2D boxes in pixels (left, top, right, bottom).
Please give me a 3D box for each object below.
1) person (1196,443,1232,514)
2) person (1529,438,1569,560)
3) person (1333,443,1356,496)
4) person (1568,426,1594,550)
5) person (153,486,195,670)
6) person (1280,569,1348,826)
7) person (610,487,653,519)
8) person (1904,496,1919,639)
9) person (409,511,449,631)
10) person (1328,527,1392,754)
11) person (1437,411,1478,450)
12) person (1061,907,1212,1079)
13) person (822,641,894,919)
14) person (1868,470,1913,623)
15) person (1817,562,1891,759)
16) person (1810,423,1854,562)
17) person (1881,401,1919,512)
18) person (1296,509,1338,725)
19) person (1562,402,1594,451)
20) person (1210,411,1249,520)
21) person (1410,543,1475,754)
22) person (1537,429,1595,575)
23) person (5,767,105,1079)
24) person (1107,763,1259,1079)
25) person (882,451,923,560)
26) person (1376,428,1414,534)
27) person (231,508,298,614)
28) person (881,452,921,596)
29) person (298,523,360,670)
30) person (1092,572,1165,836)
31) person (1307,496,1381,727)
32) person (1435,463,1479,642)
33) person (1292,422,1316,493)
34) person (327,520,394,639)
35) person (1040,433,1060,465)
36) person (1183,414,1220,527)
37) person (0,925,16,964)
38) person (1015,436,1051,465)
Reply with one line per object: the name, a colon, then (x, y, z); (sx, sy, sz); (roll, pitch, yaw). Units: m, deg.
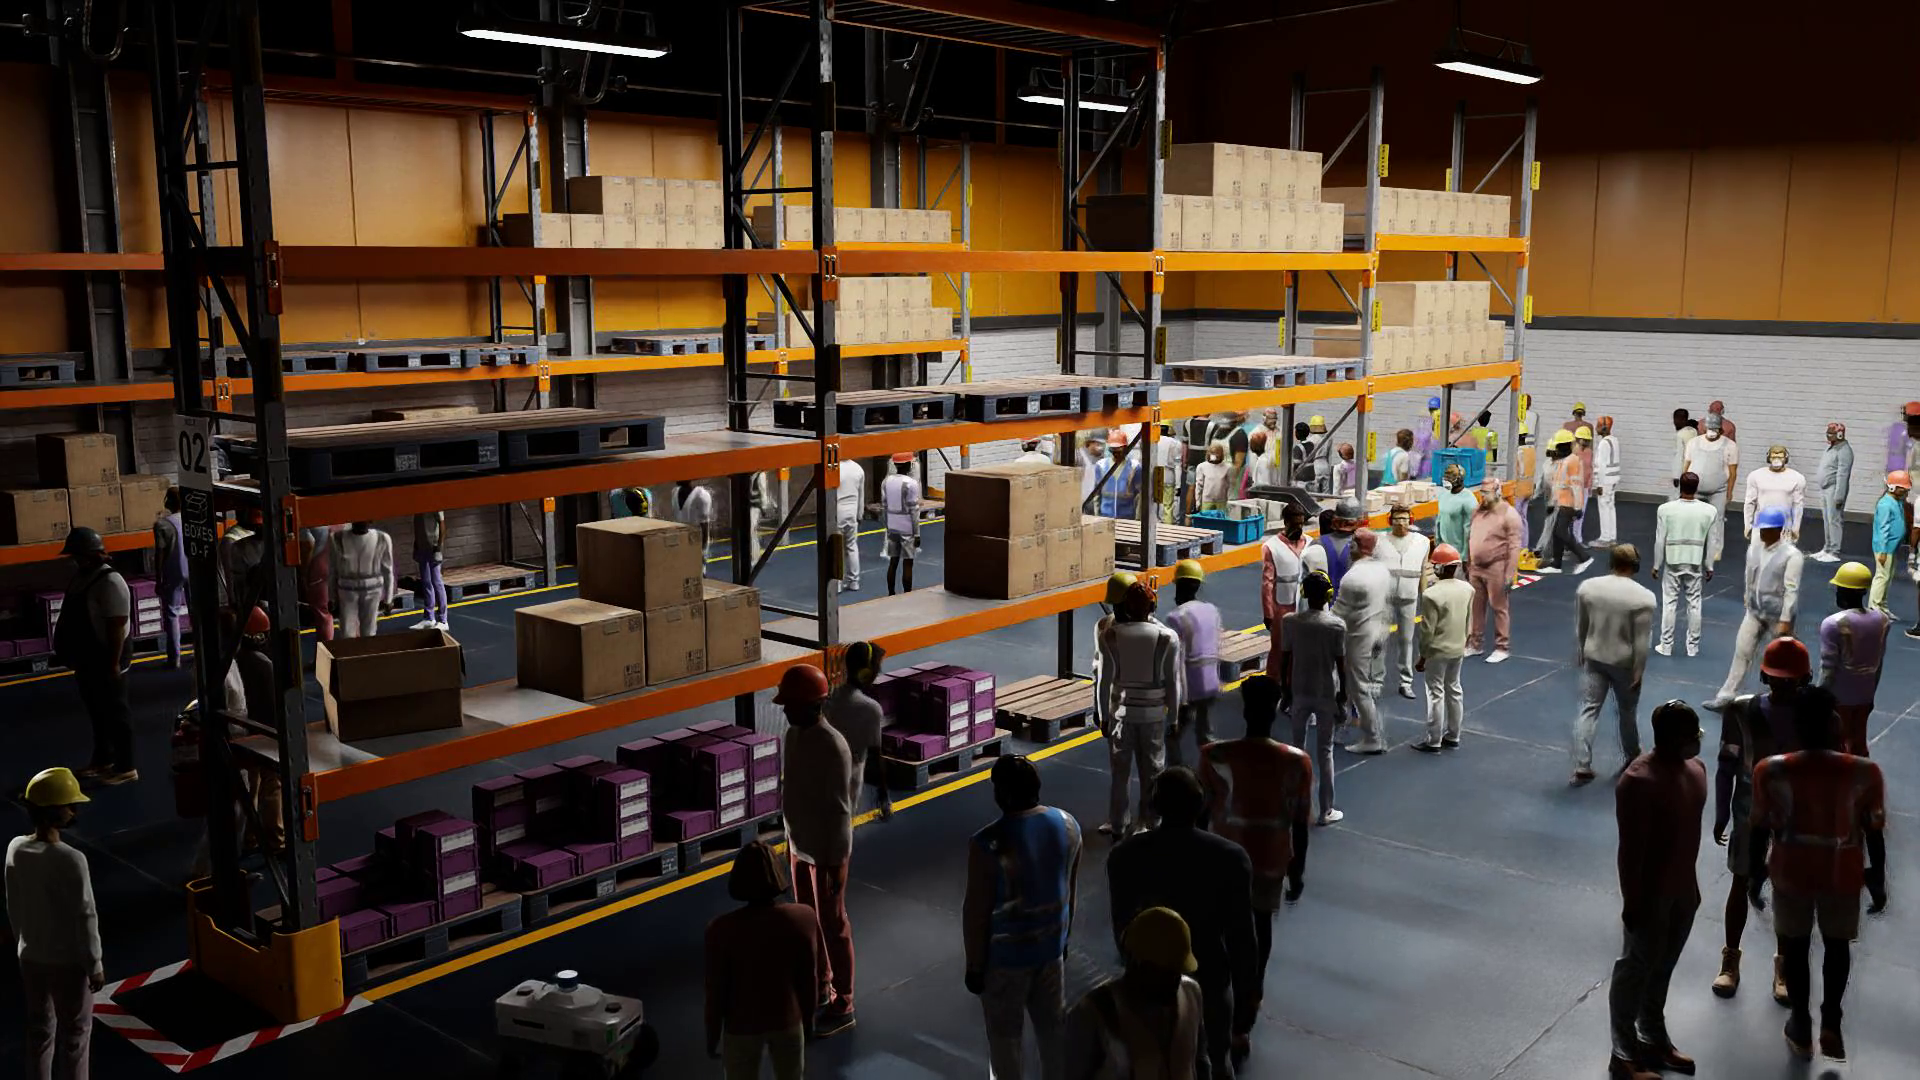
person: (3.440, -0.508, 22.533); (0.503, 1.631, 0.283); (-1, 10, -4)
person: (7.959, -0.530, 22.474); (0.831, 1.704, 0.491); (-2, 10, -14)
person: (5.198, -0.492, 22.426); (0.516, 1.636, 0.314); (-7, 12, -37)
person: (8.750, -0.732, 23.502); (0.517, 1.758, 0.336); (-5, 11, -26)
person: (-7.800, 0.376, 16.677); (0.351, 1.834, 0.518); (8, 13, 41)
person: (2.564, 1.133, 12.032); (0.508, 1.872, 0.329); (5, 11, 27)
person: (-3.654, 0.035, 18.737); (0.571, 1.821, 0.751); (4, 10, 24)
person: (10.533, 0.105, 17.923); (0.610, 1.958, 0.366); (0, 10, -1)
person: (-5.849, 0.091, 18.251); (0.513, 1.872, 0.328); (8, 12, 39)
person: (3.264, 0.837, 13.779); (0.641, 1.874, 0.703); (7, 12, 35)
person: (7.113, -0.855, 23.669); (0.676, 1.947, 0.661); (-1, 10, -4)
person: (0.697, 2.188, 6.010); (0.614, 1.772, 0.929); (-6, 11, -33)
person: (-0.719, 1.506, 9.937); (0.555, 1.820, 0.543); (7, 12, 38)
person: (10.491, 0.072, 18.757); (0.350, 1.739, 0.575); (8, 12, 40)
person: (6.379, 1.110, 11.986); (0.588, 1.930, 0.359); (-4, 10, -23)
person: (11.850, -0.649, 22.596); (0.401, 1.900, 0.642); (2, 10, 12)
person: (14.029, -1.075, 24.827); (0.588, 1.995, 0.719); (-1, 10, -5)
person: (3.231, 0.683, 14.622); (0.598, 1.907, 0.409); (-3, 10, -16)
person: (10.178, -1.394, 27.475); (0.540, 1.758, 0.346); (0, 10, -1)
person: (3.859, -1.021, 24.381); (0.535, 2.000, 0.842); (-6, 11, -30)
person: (3.993, 0.896, 13.788); (0.563, 1.752, 0.325); (-6, 11, -33)
person: (7.879, -0.471, 21.495); (0.734, 1.904, 0.648); (2, 10, 13)
person: (-4.144, 1.915, 7.679); (0.528, 1.764, 0.328); (5, 11, 26)
person: (0.968, 1.917, 7.275); (0.660, 1.904, 0.640); (2, 10, 10)
person: (-0.808, -0.583, 22.800); (0.495, 1.694, 0.903); (7, 12, 37)
person: (5.837, -0.620, 22.702); (0.798, 1.815, 0.558); (-3, 10, -20)
person: (-6.299, 0.587, 15.128); (0.542, 1.931, 0.379); (-4, 10, -23)
person: (-0.658, -0.128, 19.345); (0.547, 1.941, 0.357); (8, 13, 41)
person: (-6.342, 0.279, 16.620); (0.536, 2.000, 0.672); (7, 12, 35)
person: (1.179, 1.162, 11.750); (0.589, 1.912, 0.397); (7, 12, 36)
person: (3.385, 0.614, 14.620); (0.682, 2.000, 0.537); (5, 11, 29)
person: (5.311, 0.134, 17.835); (0.380, 1.929, 0.627); (-3, 10, -15)
person: (5.102, -0.907, 24.745); (0.320, 1.694, 0.534); (9, 13, 43)
person: (-5.582, 0.553, 15.512); (0.593, 1.859, 0.708); (-3, 10, -19)
person: (1.502, -1.416, 27.349); (0.387, 1.838, 0.563); (-4, 10, -24)
person: (3.700, -1.184, 25.411); (0.613, 2.028, 0.409); (6, 11, 31)
person: (-5.602, 1.660, 9.111); (0.528, 1.789, 0.985); (4, 10, 20)
person: (0.884, -0.428, 20.977); (0.609, 1.995, 0.375); (-9, 13, -44)
